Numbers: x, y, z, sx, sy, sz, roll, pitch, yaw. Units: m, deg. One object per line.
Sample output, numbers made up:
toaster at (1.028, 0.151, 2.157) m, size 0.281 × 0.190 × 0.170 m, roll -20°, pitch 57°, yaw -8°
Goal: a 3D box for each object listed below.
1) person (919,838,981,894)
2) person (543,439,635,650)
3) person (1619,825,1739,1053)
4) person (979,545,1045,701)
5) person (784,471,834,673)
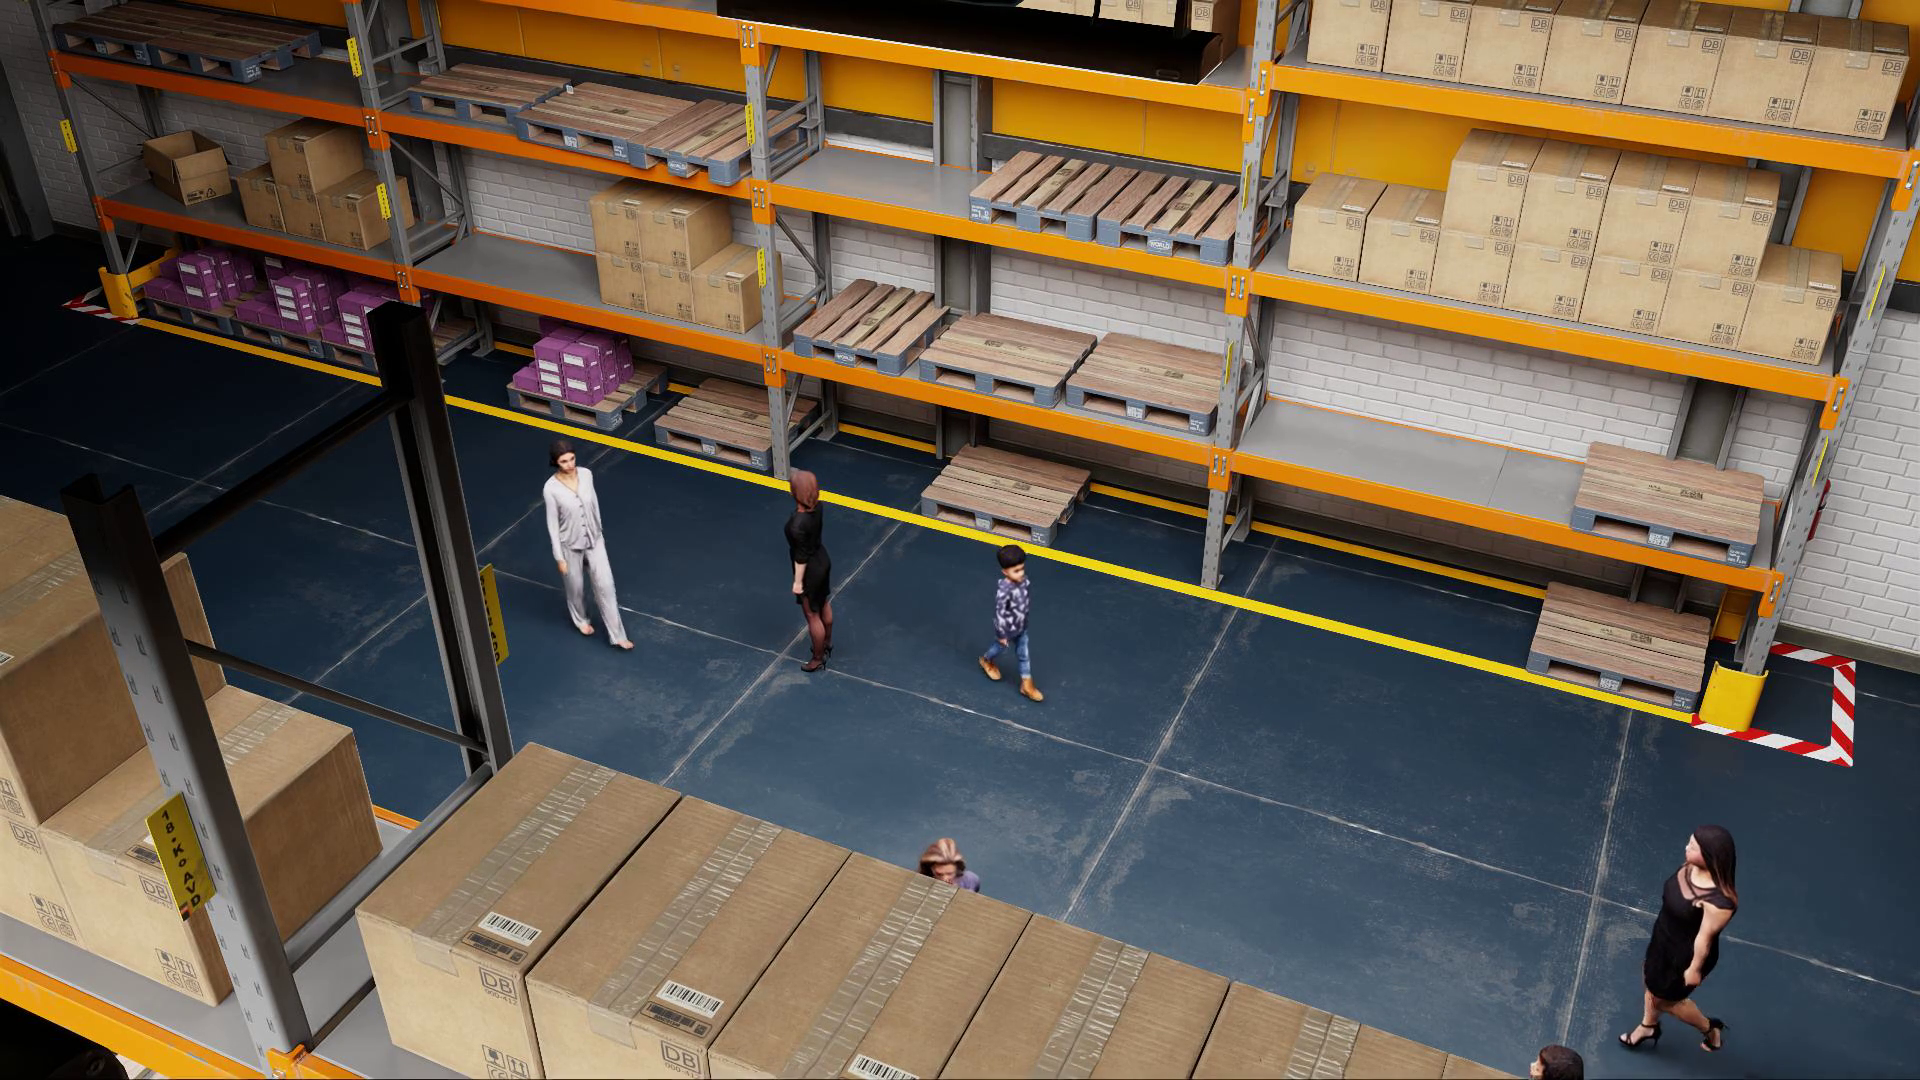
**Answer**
person at (-0.101, 2.270, 9.105) m, size 0.682 × 1.730 × 0.724 m, roll -15°, pitch 37°, yaw -22°
person at (-2.927, -0.016, 12.528) m, size 0.869 × 1.748 × 1.024 m, roll -25°, pitch 41°, yaw -32°
person at (4.059, 2.262, 9.142) m, size 0.890 × 1.702 × 0.770 m, roll 6°, pitch 34°, yaw 9°
person at (0.338, 0.567, 12.120) m, size 0.712 × 1.229 × 0.911 m, roll -25°, pitch 41°, yaw -33°
person at (-1.086, 0.229, 12.199) m, size 0.532 × 1.706 × 0.609 m, roll 10°, pitch 35°, yaw 15°
